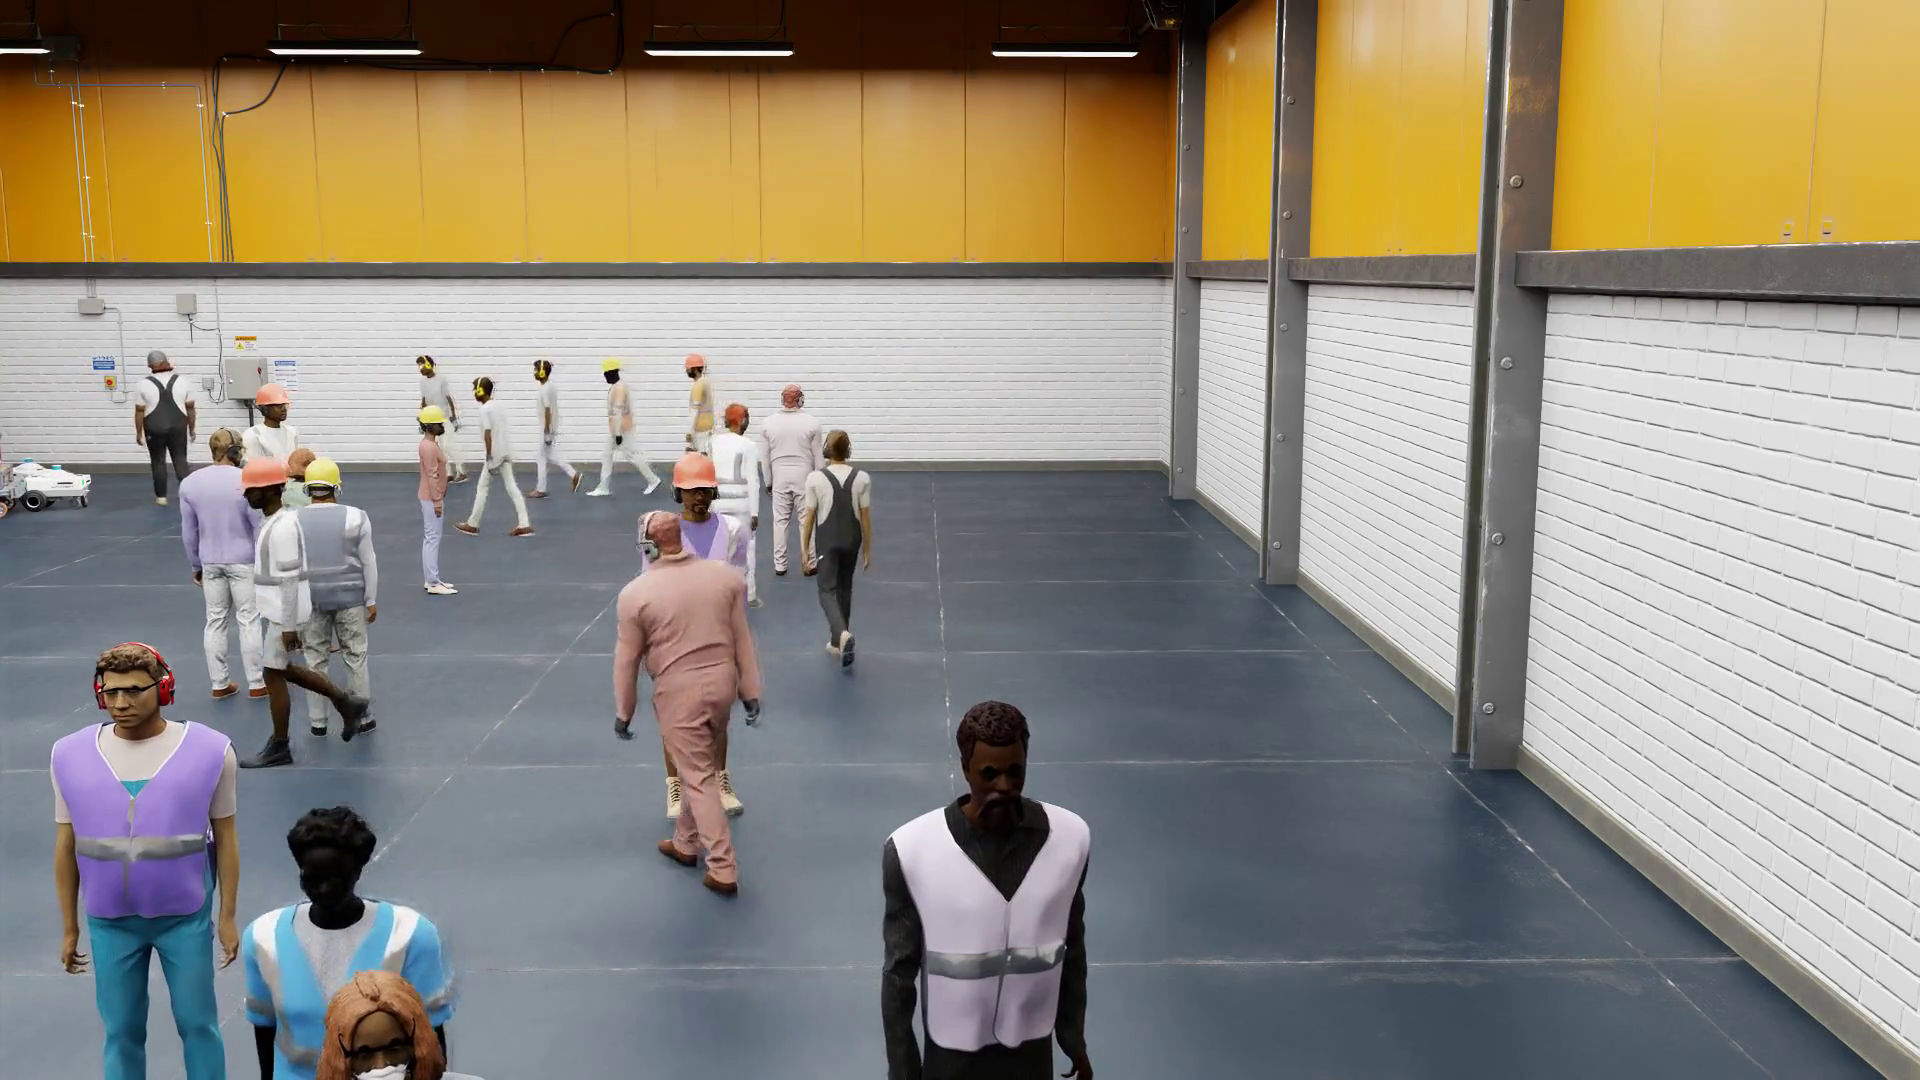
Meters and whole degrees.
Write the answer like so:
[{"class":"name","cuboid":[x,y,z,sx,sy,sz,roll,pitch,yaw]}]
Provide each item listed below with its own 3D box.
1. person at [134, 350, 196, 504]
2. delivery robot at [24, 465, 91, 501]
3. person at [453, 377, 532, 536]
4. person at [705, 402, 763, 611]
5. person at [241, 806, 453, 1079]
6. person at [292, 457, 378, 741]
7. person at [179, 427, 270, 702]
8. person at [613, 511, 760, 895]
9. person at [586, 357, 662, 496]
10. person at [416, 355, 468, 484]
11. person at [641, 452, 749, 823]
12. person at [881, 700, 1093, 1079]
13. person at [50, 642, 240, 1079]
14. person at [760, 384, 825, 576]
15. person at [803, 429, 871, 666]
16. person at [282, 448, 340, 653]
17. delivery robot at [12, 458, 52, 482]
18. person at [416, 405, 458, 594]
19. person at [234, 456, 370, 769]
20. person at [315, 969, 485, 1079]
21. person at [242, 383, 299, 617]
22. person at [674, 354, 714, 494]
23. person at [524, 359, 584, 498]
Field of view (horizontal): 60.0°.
[{"class":"person","cuboid":[-10.208,-1.461,21.384,0.716,2.000,0.697,-6,11,-33]},{"class":"delivery robot","cuboid":[-11.384,-0.703,20.992,0.707,0.478,0.477,-2,9,-14]},{"class":"person","cuboid":[-5.315,-0.931,18.855,0.971,1.806,0.516,3,10,16]},{"class":"person","cuboid":[-2.056,-0.274,14.653,0.616,1.860,0.631,5,11,29]},{"class":"person","cuboid":[-1.625,1.497,4.446,0.549,1.643,0.888,-1,9,-8]},{"class":"person","cuboid":[-4.058,0.380,10.724,0.587,1.835,0.404,-3,10,-16]},{"class":"person","cuboid":[-5.112,0.179,11.655,0.628,1.934,0.375,1,9,5]},{"class":"person","cuboid":[-1.367,0.785,8.208,0.654,1.843,0.878,-8,12,-40]},{"class":"person","cuboid":[-4.494,-1.515,22.245,0.962,1.878,0.590,-3,10,-20]},{"class":"person","cuboid":[-7.355,-1.694,23.452,0.583,1.826,0.436,5,10,26]},{"class":"person","cuboid":[-1.435,0.530,9.171,0.607,2.044,0.376,-5,10,-26]},{"class":"person","cuboid":[0.072,1.356,4.494,0.591,1.915,0.379,-3,10,-20]},{"class":"person","cuboid":[-2.651,1.231,5.470,0.566,1.847,0.389,-2,10,-14]},{"class":"person","cuboid":[-1.635,-0.588,16.443,0.641,1.908,0.407,1,9,8]},{"class":"person","cuboid":[-0.923,0.061,12.735,0.525,1.820,0.800,-3,10,-19]},{"class":"person","cuboid":[-5.143,0.086,13.132,0.500,1.636,0.281,7,12,37]},{"class":"delivery robot","cuboid":[-12.181,-0.834,21.795,0.707,0.478,0.477,7,11,35]},{"class":"person","cuboid":[-4.910,-0.375,15.564,0.309,1.769,0.523,-4,10,-21]},{"class":"person","cuboid":[-4.059,0.427,10.195,0.714,1.923,0.553,-5,10,-26]},{"class":"person","cuboid":[-1.171,1.667,3.449,0.507,1.632,0.274,-5,11,-30]},{"class":"person","cuboid":[-5.943,-0.343,14.506,0.368,2.048,0.608,3,10,18]},{"class":"person","cuboid":[-3.548,-1.495,21.968,0.750,1.912,0.580,0,9,-1]},{"class":"person","cuboid":[-5.417,-1.470,22.016,0.702,1.856,0.524,0,9,-2]}]
